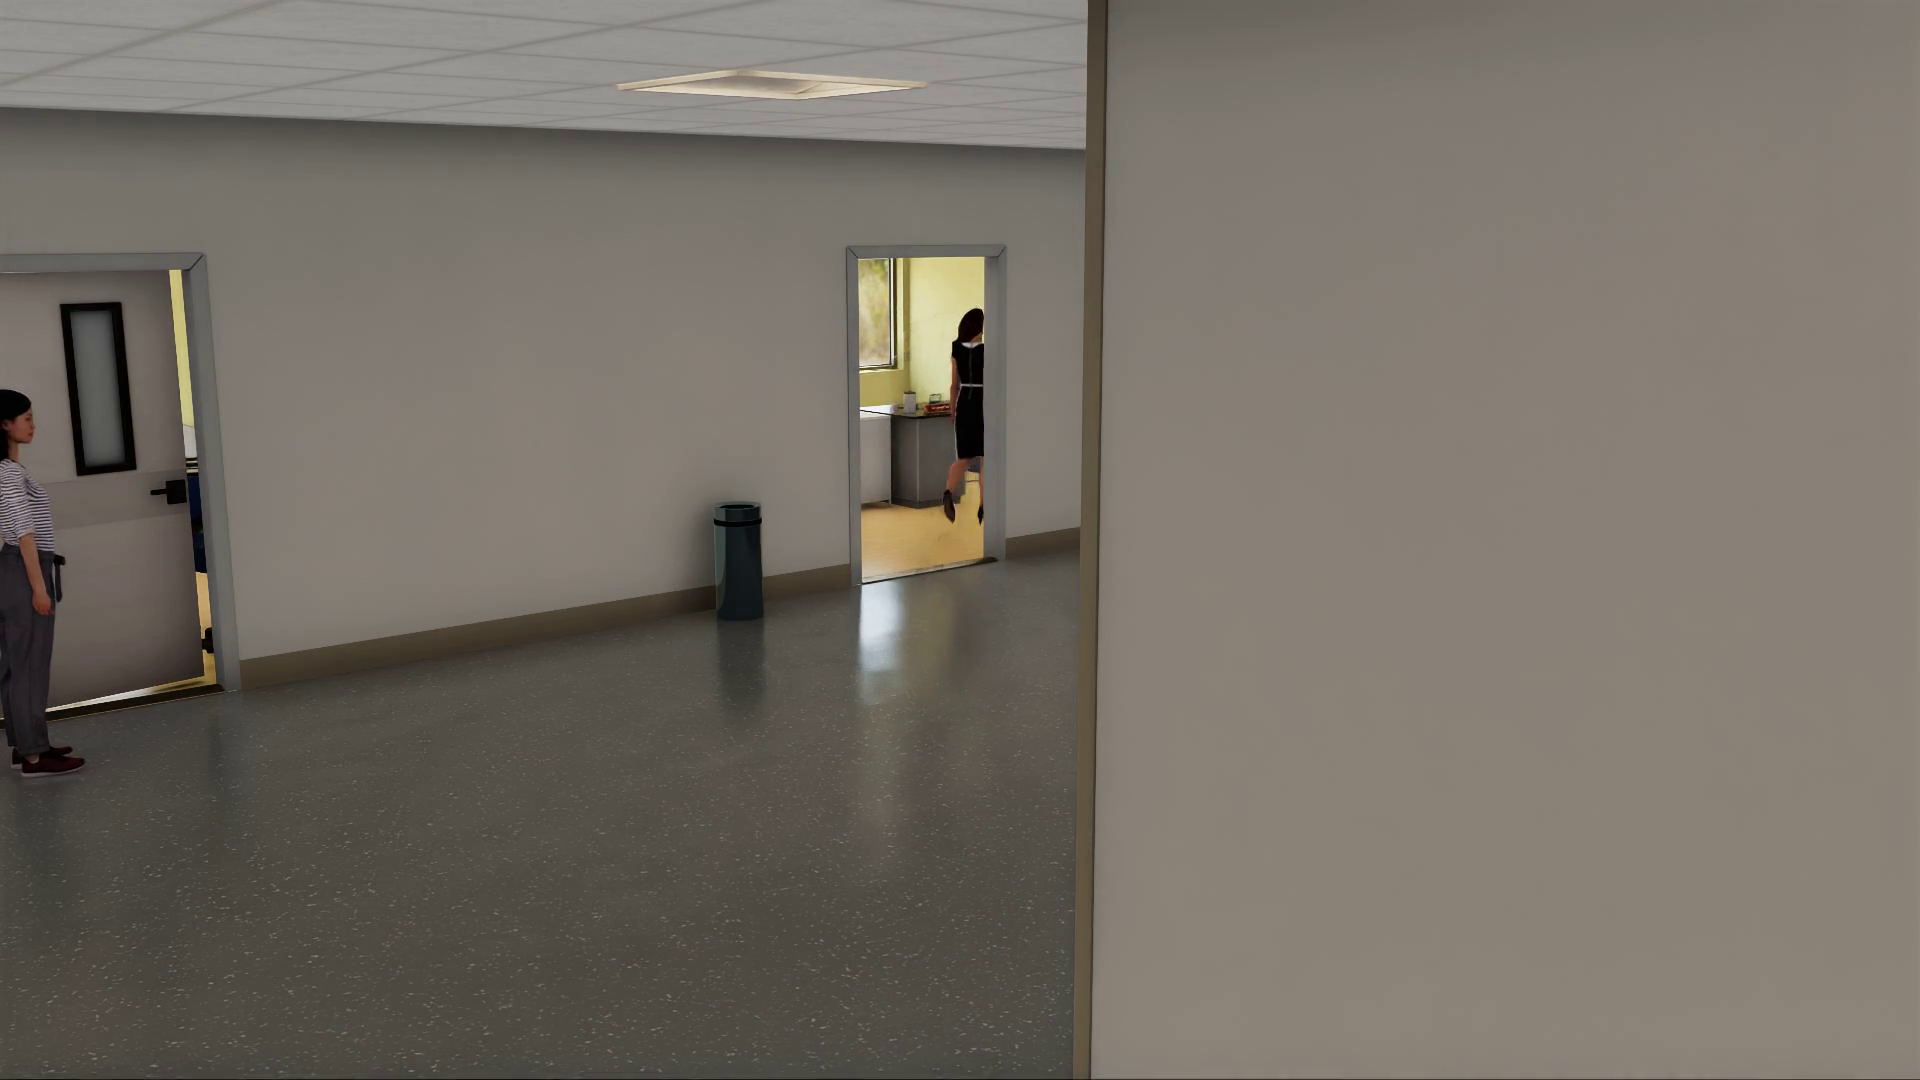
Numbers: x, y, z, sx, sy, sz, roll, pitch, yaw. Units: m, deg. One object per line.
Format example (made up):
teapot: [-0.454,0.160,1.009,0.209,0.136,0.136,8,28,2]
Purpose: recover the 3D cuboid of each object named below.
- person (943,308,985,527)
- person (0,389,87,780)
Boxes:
person: [0.073,-0.932,13.267,0.859,1.773,1.124,6,12,27]
person: [-4.208,0.192,7.443,0.526,1.736,0.604,-8,13,-36]
